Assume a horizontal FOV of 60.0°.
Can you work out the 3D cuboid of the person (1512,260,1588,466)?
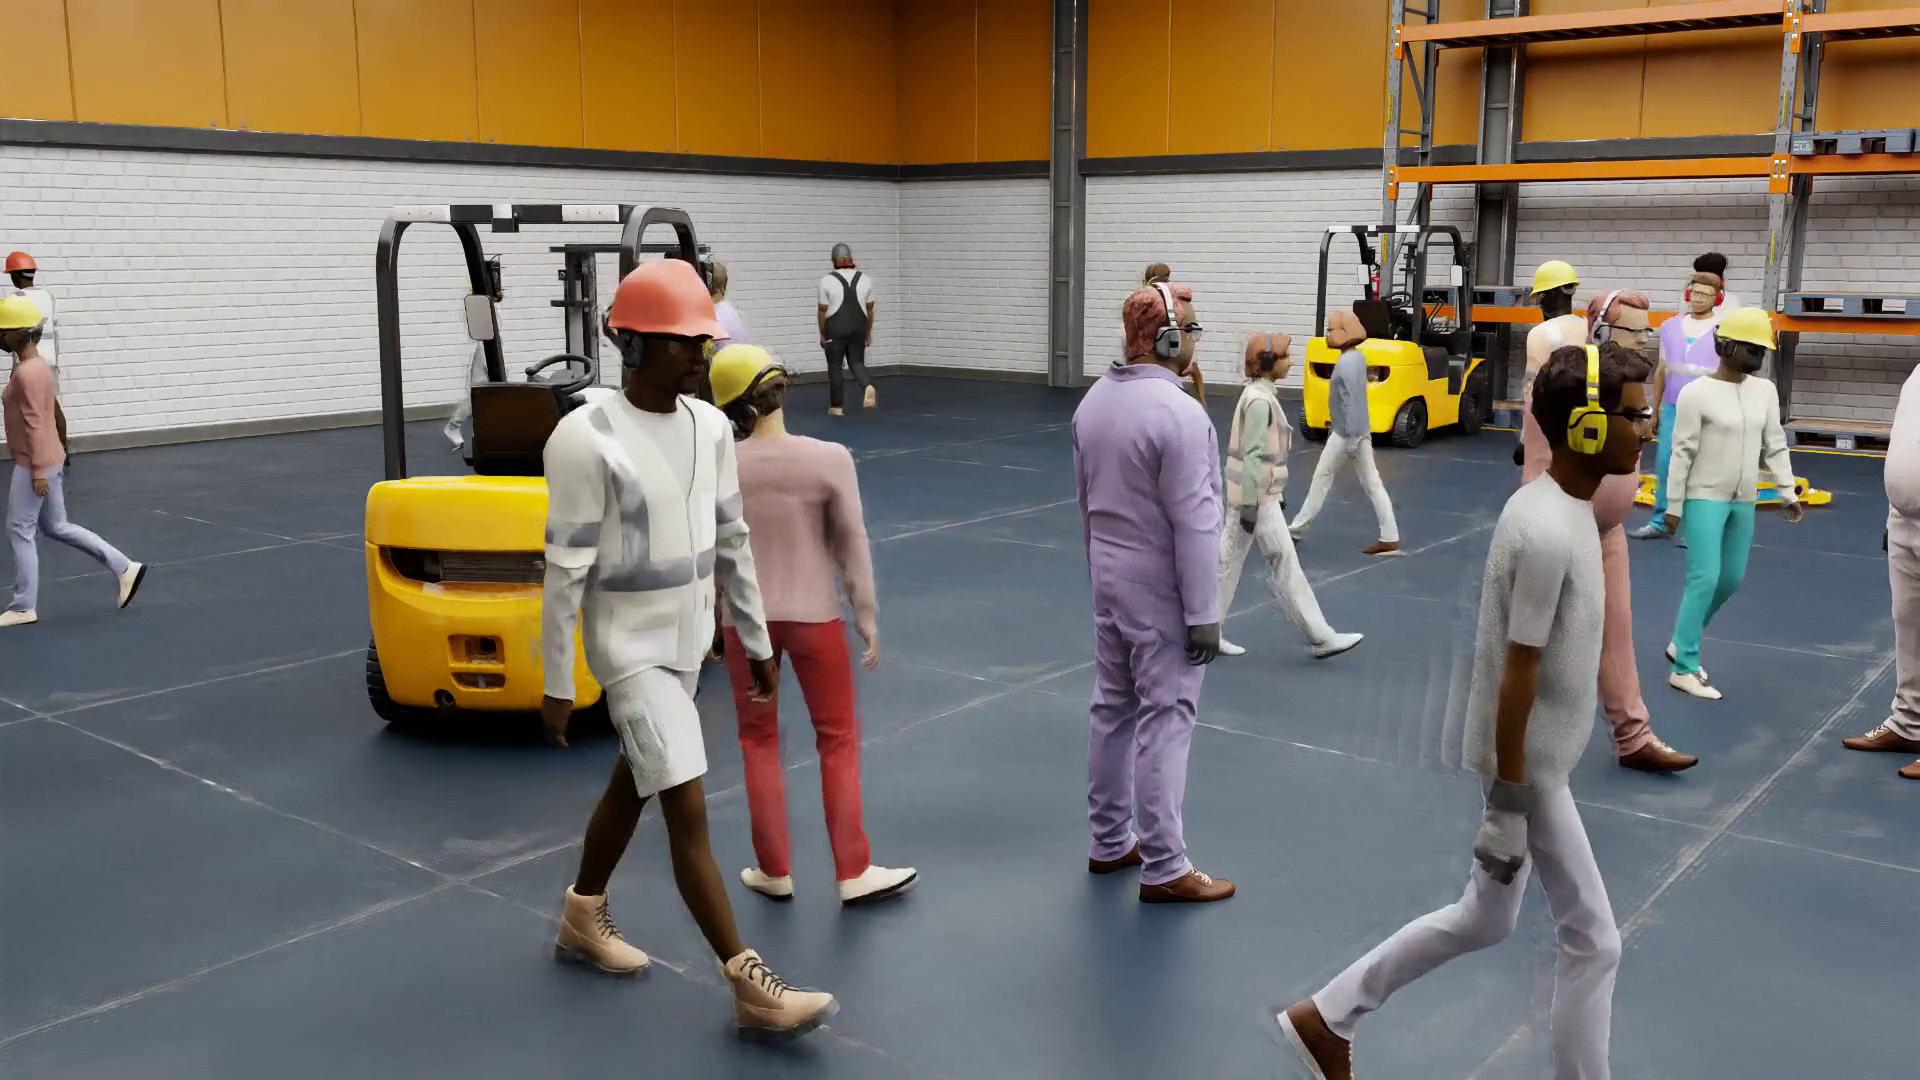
[{"bbox_3d":[3.403,-0.634,9.554,0.585,1.918,0.378,-7,12,-35],"label":"person"}]

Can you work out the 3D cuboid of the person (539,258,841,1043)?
[{"bbox_3d":[-0.746,0.275,4.333,1.050,1.985,0.641,6,12,30],"label":"person"}]

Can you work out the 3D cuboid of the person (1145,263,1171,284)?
[{"bbox_3d":[1.804,-1.704,15.735,0.531,1.827,0.643,7,12,32],"label":"person"}]

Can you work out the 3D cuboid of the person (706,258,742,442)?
[{"bbox_3d":[-1.542,-0.806,10.494,0.463,1.924,0.633,-1,10,-5],"label":"person"}]

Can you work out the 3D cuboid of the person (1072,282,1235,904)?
[{"bbox_3d":[0.611,0.164,5.161,0.410,1.909,0.643,-5,11,-26],"label":"person"}]

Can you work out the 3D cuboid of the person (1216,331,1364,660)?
[{"bbox_3d":[1.530,-0.202,8.021,0.831,1.591,0.541,1,10,7],"label":"person"}]

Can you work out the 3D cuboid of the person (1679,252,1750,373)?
[{"bbox_3d":[6.192,-1.395,13.705,0.635,1.937,0.770,-1,10,-7],"label":"person"}]

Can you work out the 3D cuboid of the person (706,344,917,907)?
[{"bbox_3d":[-0.497,0.264,5.123,0.671,1.720,0.434,0,10,1],"label":"person"}]

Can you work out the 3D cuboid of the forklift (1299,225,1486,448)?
[{"bbox_3d":[4.449,-2.115,16.993,1.214,2.155,2.313,8,13,38],"label":"forklift"}]

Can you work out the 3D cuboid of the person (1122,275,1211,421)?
[{"bbox_3d":[1.341,-0.838,11.006,0.548,1.815,1.016,-3,11,-15],"label":"person"}]

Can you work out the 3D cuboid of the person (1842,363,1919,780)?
[{"bbox_3d":[3.722,-0.047,6.334,0.407,1.906,0.655,0,10,-2],"label":"person"}]

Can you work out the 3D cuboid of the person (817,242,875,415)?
[{"bbox_3d":[-1.318,-2.449,19.271,0.688,2.000,0.729,-5,11,-24],"label":"person"}]

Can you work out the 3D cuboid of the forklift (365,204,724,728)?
[{"bbox_3d":[-1.766,-0.406,7.525,1.214,2.155,2.313,1,10,7],"label":"forklift"}]

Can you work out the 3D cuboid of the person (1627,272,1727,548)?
[{"bbox_3d":[4.857,-0.853,11.060,0.380,1.825,0.656,-8,13,-37],"label":"person"}]

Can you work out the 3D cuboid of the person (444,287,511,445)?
[{"bbox_3d":[-4.724,-1.774,16.459,0.851,1.708,0.484,2,11,14],"label":"person"}]

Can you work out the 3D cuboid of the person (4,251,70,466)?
[{"bbox_3d":[-8.253,-1.588,14.791,0.377,1.932,0.552,2,10,10],"label":"person"}]

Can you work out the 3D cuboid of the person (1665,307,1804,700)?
[{"bbox_3d":[3.439,-0.185,7.570,0.538,1.743,0.522,-4,11,-20],"label":"person"}]

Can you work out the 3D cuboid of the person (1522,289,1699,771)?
[{"bbox_3d":[2.389,-0.020,6.372,0.668,1.851,0.832,-7,12,-34],"label":"person"}]

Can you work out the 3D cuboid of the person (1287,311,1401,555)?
[{"bbox_3d":[2.470,-0.690,10.792,0.916,1.575,0.505,6,12,28],"label":"person"}]

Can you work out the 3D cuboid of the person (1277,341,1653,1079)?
[{"bbox_3d":[1.168,0.481,3.626,0.875,1.841,0.525,4,11,19],"label":"person"}]

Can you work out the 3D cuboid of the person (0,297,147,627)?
[{"bbox_3d":[-4.832,-0.419,8.850,0.746,1.744,0.530,-5,11,-24],"label":"person"}]

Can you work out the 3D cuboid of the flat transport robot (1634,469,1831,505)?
[{"bbox_3d":[5.880,-0.394,12.784,1.431,0.197,0.652,-3,11,-18],"label":"flat transport robot"}]
